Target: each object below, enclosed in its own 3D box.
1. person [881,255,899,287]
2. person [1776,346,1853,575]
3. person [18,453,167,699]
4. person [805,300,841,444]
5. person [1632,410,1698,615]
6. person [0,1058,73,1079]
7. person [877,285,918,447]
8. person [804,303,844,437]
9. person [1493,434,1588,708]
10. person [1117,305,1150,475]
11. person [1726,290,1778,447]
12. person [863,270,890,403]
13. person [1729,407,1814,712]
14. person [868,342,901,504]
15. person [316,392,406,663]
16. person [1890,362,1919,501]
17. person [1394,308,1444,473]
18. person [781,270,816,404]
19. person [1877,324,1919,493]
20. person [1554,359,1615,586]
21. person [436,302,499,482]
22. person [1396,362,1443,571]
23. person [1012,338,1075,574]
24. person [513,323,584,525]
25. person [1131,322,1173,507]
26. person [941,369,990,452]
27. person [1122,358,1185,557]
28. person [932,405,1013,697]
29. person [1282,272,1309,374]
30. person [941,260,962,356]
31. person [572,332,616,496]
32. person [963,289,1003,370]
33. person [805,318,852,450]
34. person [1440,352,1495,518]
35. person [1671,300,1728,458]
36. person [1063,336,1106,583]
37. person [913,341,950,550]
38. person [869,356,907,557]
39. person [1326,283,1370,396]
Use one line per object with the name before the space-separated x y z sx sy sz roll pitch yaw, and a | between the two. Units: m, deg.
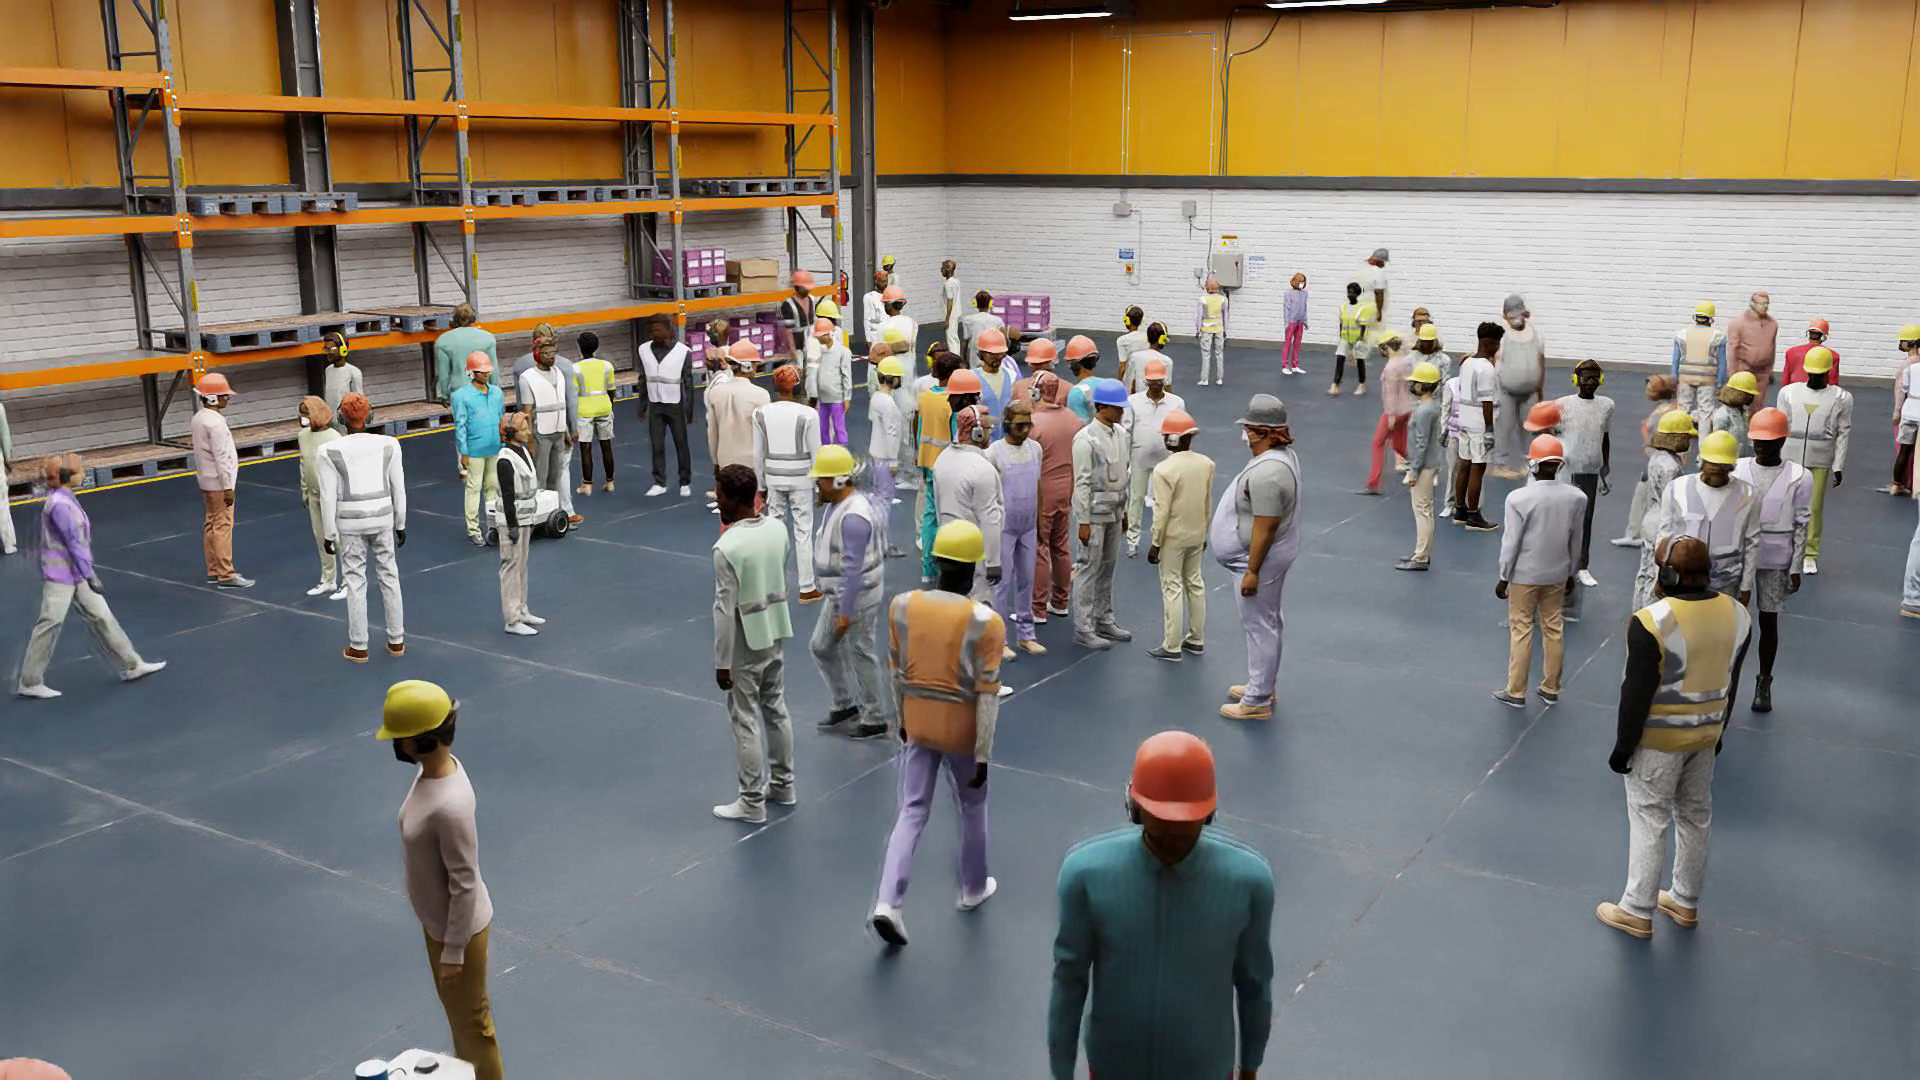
person | -1.249 -4.183 29.575 0.345 1.761 0.528 -6 14 -25
person | 7.117 -0.671 13.978 0.585 1.922 0.377 9 16 34
person | -5.746 0.231 10.797 0.877 1.591 0.527 -5 14 -20
person | -1.499 -1.698 18.460 0.427 1.912 0.598 4 14 18
person | 4.940 -0.046 11.657 0.295 1.744 0.485 2 13 9
person | -1.511 1.825 3.070 0.660 1.947 0.540 -2 13 -7
person | -0.749 -1.856 18.849 0.373 2.043 0.615 10 16 36
person | -1.685 -2.133 20.815 0.535 1.697 0.318 3 13 13
person | 3.669 0.196 10.585 0.573 1.749 0.332 -3 13 -13
person | 1.895 -1.653 18.354 0.538 1.869 0.313 -9 16 -35
person | 9.491 -2.034 19.937 0.651 1.906 0.403 -2 13 -9
person | -1.121 -2.880 23.646 0.355 1.882 0.575 12 18 43
person | 5.027 0.122 10.500 0.552 1.936 0.358 9 16 33
person | -0.783 -1.187 16.848 0.279 1.633 0.501 -4 14 -17
person | -4.123 -0.085 11.522 0.575 1.883 0.355 -9 16 -34
person | 9.817 -1.235 16.945 0.320 1.686 0.538 -5 14 -22
person | 5.065 -1.645 18.404 0.541 1.836 0.370 2 13 7
person | -2.049 -2.562 21.980 0.640 2.011 0.626 11 17 40
person | 9.837 -1.360 17.324 0.341 1.760 0.525 12 17 41
person | 5.054 -0.546 13.548 0.531 1.870 0.317 0 13 -1
person | -5.280 -1.586 17.910 0.627 1.940 0.371 -4 13 -16
person | 3.901 -0.621 14.095 0.306 1.772 0.527 5 14 22
person | 0.686 -0.702 13.955 0.623 1.989 0.400 6 14 25
person | -3.883 -1.082 15.723 0.632 1.940 0.372 4 13 15
person | 1.928 -1.257 16.672 0.531 1.855 0.347 12 18 42
person | 0.046 -0.303 12.348 0.376 1.935 0.550 -1 13 -5
person | 1.685 -0.716 14.537 0.563 1.753 0.327 0 13 -1
person | 0.094 0.071 10.793 0.409 1.907 0.651 -8 15 -30
person | 5.427 -3.502 26.887 0.498 1.633 0.283 -8 15 -31
person | -0.160 -3.565 26.699 0.350 1.847 0.506 3 13 14
person | -3.809 -1.303 17.212 0.532 1.696 0.319 -9 16 -35
person | 0.276 -2.160 20.578 0.510 1.863 0.324 1 13 3
person | -1.459 -1.583 18.342 0.575 1.737 0.355 6 14 26
person | 4.894 -1.000 16.048 0.518 1.632 0.317 8 15 32
person | 8.589 -1.863 19.344 0.598 1.832 0.404 9 15 33
person | 1.009 -0.655 13.652 0.395 2.039 0.606 7 15 28
person | -0.192 -0.841 14.820 0.514 1.874 0.327 -9 16 -34
person | -0.625 -0.730 14.596 0.334 1.760 0.527 -4 14 -16
person | 5.672 -2.898 24.191 0.545 1.663 0.841 12 18 42
